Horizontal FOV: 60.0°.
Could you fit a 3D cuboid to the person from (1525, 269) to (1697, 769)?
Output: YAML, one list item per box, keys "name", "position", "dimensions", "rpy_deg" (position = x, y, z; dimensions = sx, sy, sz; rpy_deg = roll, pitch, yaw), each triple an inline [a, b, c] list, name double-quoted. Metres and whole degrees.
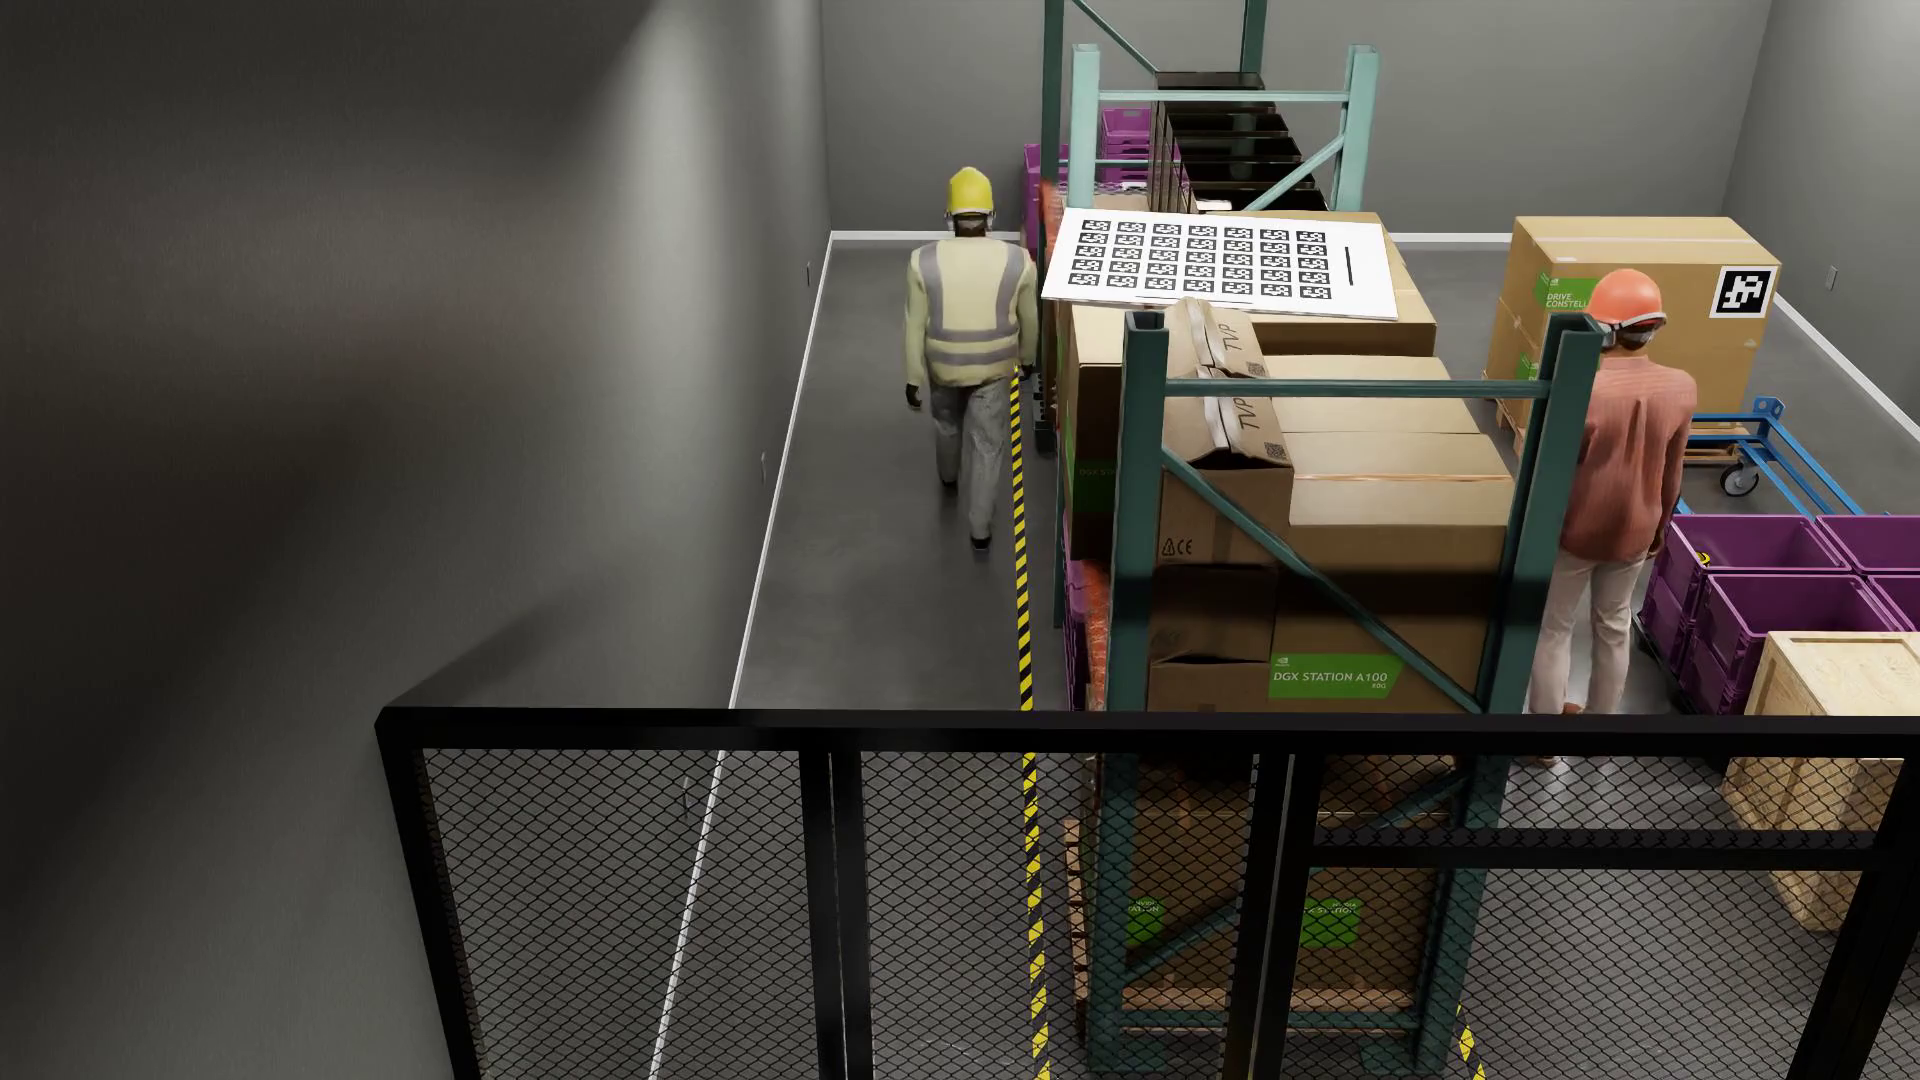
- name: "person"
  position: [2.386, -0.063, 6.292]
  dimensions: [0.642, 1.973, 0.465]
  rpy_deg: [-7, 32, -12]

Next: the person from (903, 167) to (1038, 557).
- name: "person"
  position: [0.051, -0.886, 7.827]
  dimensions: [0.624, 1.786, 0.915]
  rpy_deg: [0, 31, 0]
